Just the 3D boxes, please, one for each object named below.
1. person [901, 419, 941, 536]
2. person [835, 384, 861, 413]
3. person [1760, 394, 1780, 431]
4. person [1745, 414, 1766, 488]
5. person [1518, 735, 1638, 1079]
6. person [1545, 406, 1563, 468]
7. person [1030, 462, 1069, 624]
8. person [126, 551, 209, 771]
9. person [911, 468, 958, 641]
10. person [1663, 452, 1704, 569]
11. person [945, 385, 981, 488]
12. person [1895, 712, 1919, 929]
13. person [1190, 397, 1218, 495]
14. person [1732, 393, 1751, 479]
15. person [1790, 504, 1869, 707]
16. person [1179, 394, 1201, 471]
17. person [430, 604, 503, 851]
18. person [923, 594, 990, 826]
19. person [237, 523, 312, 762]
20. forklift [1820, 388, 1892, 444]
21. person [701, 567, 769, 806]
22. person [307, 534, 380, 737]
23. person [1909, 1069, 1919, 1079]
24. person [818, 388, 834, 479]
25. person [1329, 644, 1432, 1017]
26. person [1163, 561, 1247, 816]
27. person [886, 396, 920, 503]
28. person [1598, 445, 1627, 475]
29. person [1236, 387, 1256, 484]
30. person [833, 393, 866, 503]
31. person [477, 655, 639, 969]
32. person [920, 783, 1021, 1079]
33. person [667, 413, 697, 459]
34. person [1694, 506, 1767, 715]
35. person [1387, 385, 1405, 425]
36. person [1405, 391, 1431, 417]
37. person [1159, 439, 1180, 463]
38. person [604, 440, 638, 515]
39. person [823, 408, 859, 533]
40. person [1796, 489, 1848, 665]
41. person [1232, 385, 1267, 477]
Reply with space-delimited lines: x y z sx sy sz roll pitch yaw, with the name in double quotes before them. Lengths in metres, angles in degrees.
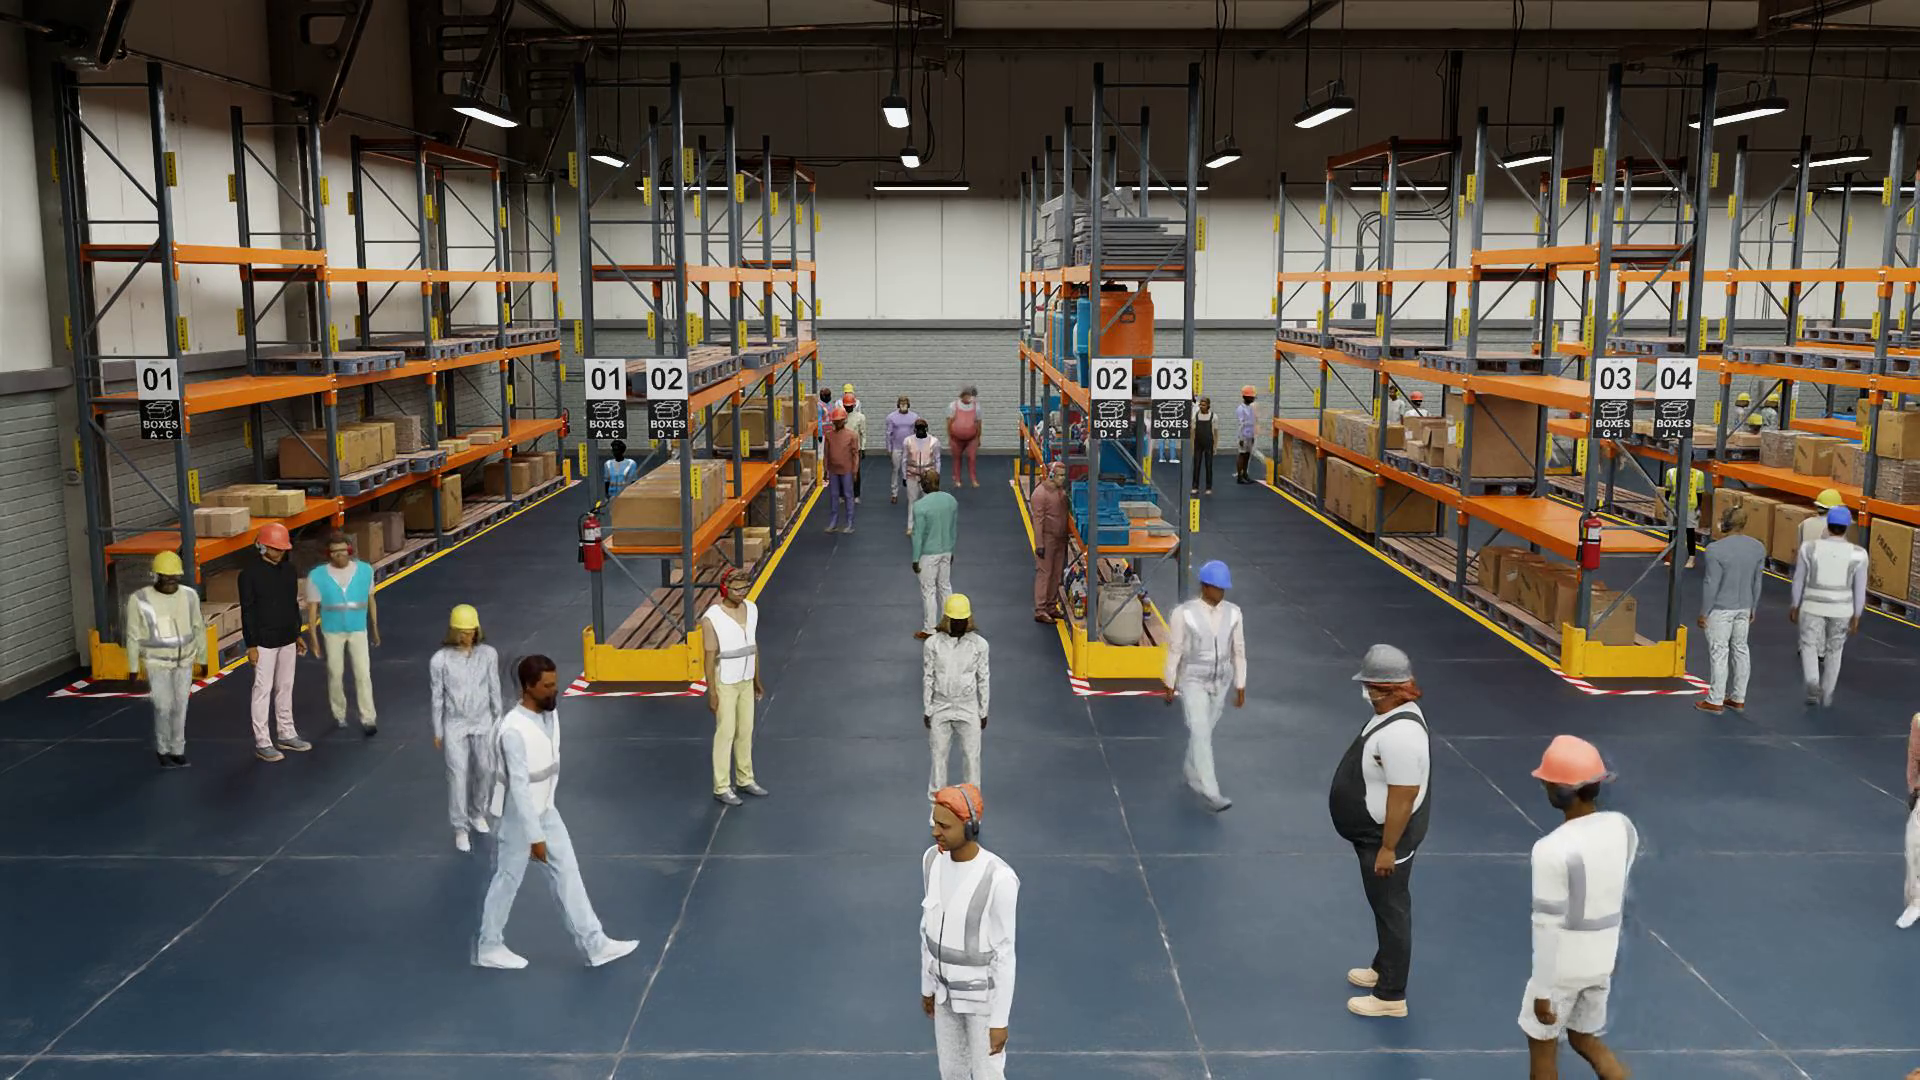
"person" -0.612 -0.981 26.098 0.627 1.844 0.429 0 9 2
"person" -2.356 -2.385 35.153 0.587 1.833 0.404 -4 10 -22
"person" 16.344 -2.090 33.585 0.317 1.733 0.491 0 9 -2
"person" 13.526 -1.296 28.406 0.538 1.749 0.484 -1 9 -7
"person" 2.733 1.857 7.254 0.617 2.022 0.714 -5 10 -29
"person" 12.012 -2.190 33.836 0.477 1.852 0.542 -2 9 -15
"person" 1.086 0.024 19.481 0.401 1.894 0.654 6 11 34
"person" -6.411 0.986 13.528 0.468 1.811 0.615 7 11 37
"person" -0.292 0.165 18.451 0.635 1.929 0.378 -8 12 -43
"person" 10.046 -0.443 23.119 0.535 1.691 0.319 8 12 41
"person" 0.077 -2.018 32.123 0.709 2.000 0.540 -1 9 -9
"person" 6.006 1.616 10.103 0.537 1.622 0.534 -9 12 -44
"person" 4.557 -1.751 31.043 0.506 1.843 0.349 3 9 17
"person" 15.791 -2.105 33.644 0.311 1.741 0.493 2 9 15
"person" 8.065 0.633 15.442 0.624 1.927 0.615 4 10 24
"person" 4.887 -2.324 35.006 0.327 1.753 0.562 -9 12 -44
"person" -3.497 1.302 11.810 0.502 1.757 0.446 -6 11 -34
"person" -0.026 1.243 12.140 0.486 1.738 0.320 0 9 3
"person" -5.733 0.838 13.931 0.390 1.986 0.609 4 10 22
"forklift" 20.072 -3.110 36.462 1.873 2.768 1.129 0 9 0
"person" -1.747 1.107 12.707 0.401 1.831 0.571 6 10 32
"person" -5.372 0.836 14.556 0.597 1.786 0.962 -5 10 -28
"person" 2.977 2.386 5.104 0.289 1.633 0.497 4 10 26
"person" -2.732 -2.157 33.707 0.431 1.838 0.629 3 9 16
"person" 2.288 1.562 9.097 0.536 2.000 0.688 2 9 15
"person" 1.894 1.094 12.595 0.608 1.888 1.021 -3 9 -20
"person" -1.021 -1.627 29.940 0.632 1.940 0.372 -1 9 -8
"person" 13.352 -2.330 34.203 0.737 2.020 0.614 -3 9 -16
"person" 5.644 -2.052 32.721 0.379 1.933 0.544 6 11 34
"person" -1.991 -1.642 29.877 0.611 1.988 0.390 1 9 8
"person" -2.375 1.580 9.518 0.983 1.867 0.615 2 9 12
"person" 0.026 1.953 7.120 0.356 1.879 0.576 -7 11 -39
"person" -5.100 -1.721 30.545 0.551 1.936 0.357 -3 9 -19
"person" 7.085 0.643 15.330 0.636 1.939 0.363 -3 9 -17
"person" 8.962 -2.271 34.360 0.339 1.860 0.499 -6 11 -34
"person" 8.556 -1.827 31.264 0.544 1.929 0.389 -4 10 -23
"person" 4.577 -2.642 36.503 0.588 1.927 0.366 6 10 32
"person" -4.955 -0.630 24.326 0.538 1.690 0.320 2 9 12
"person" -1.902 -1.100 26.368 0.626 1.991 0.393 4 10 24
"person" 9.012 0.380 17.358 0.403 1.835 0.586 -2 9 -14
"person" 5.996 -2.205 33.821 0.821 1.888 0.599 1 9 8
